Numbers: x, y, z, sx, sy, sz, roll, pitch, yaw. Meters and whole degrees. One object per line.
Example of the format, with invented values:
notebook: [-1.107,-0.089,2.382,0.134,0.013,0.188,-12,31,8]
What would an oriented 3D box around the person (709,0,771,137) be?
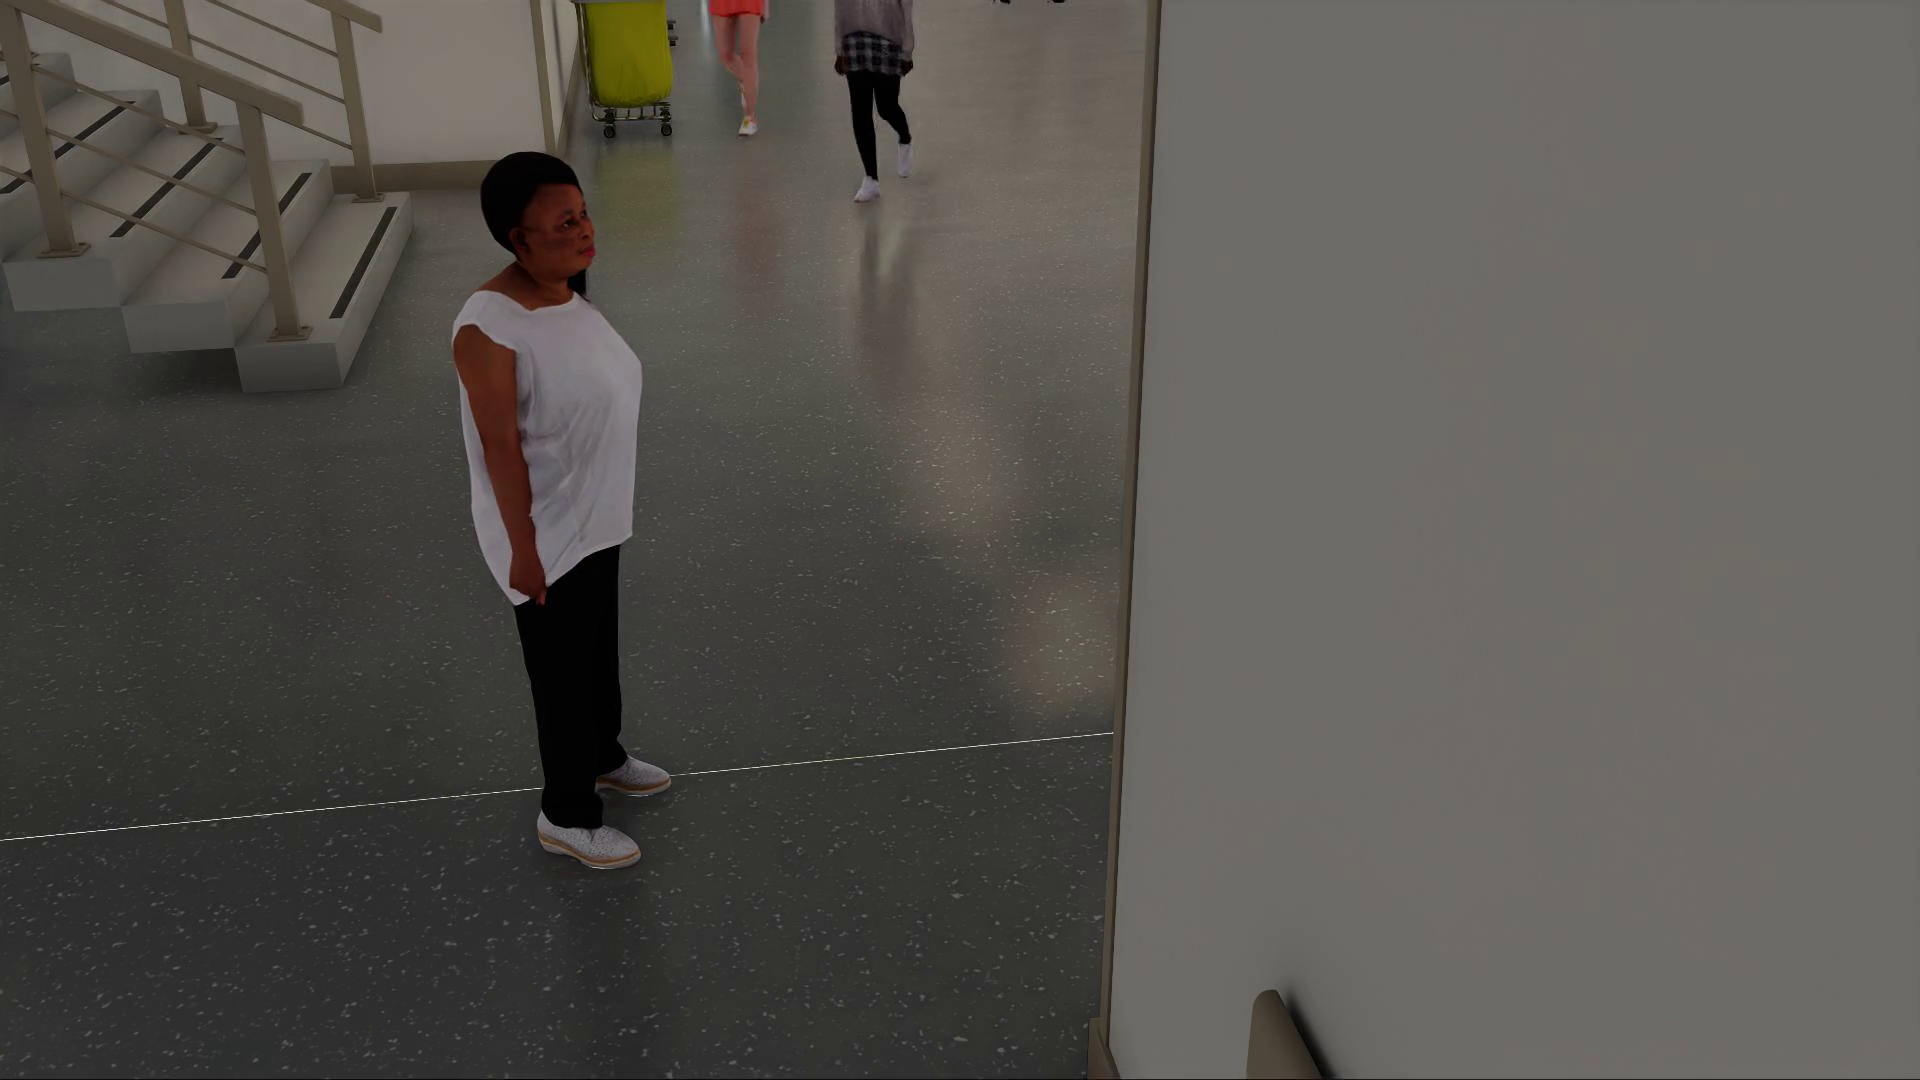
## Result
person: [-1.493,-3.666,11.296,0.928,1.735,0.800,2,26,5]

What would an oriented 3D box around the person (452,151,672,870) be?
person: [-0.914,-0.061,3.876,0.716,1.687,0.729,4,26,8]

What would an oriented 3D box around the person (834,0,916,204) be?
person: [-0.460,-2.861,9.600,0.929,1.759,0.928,9,27,19]
